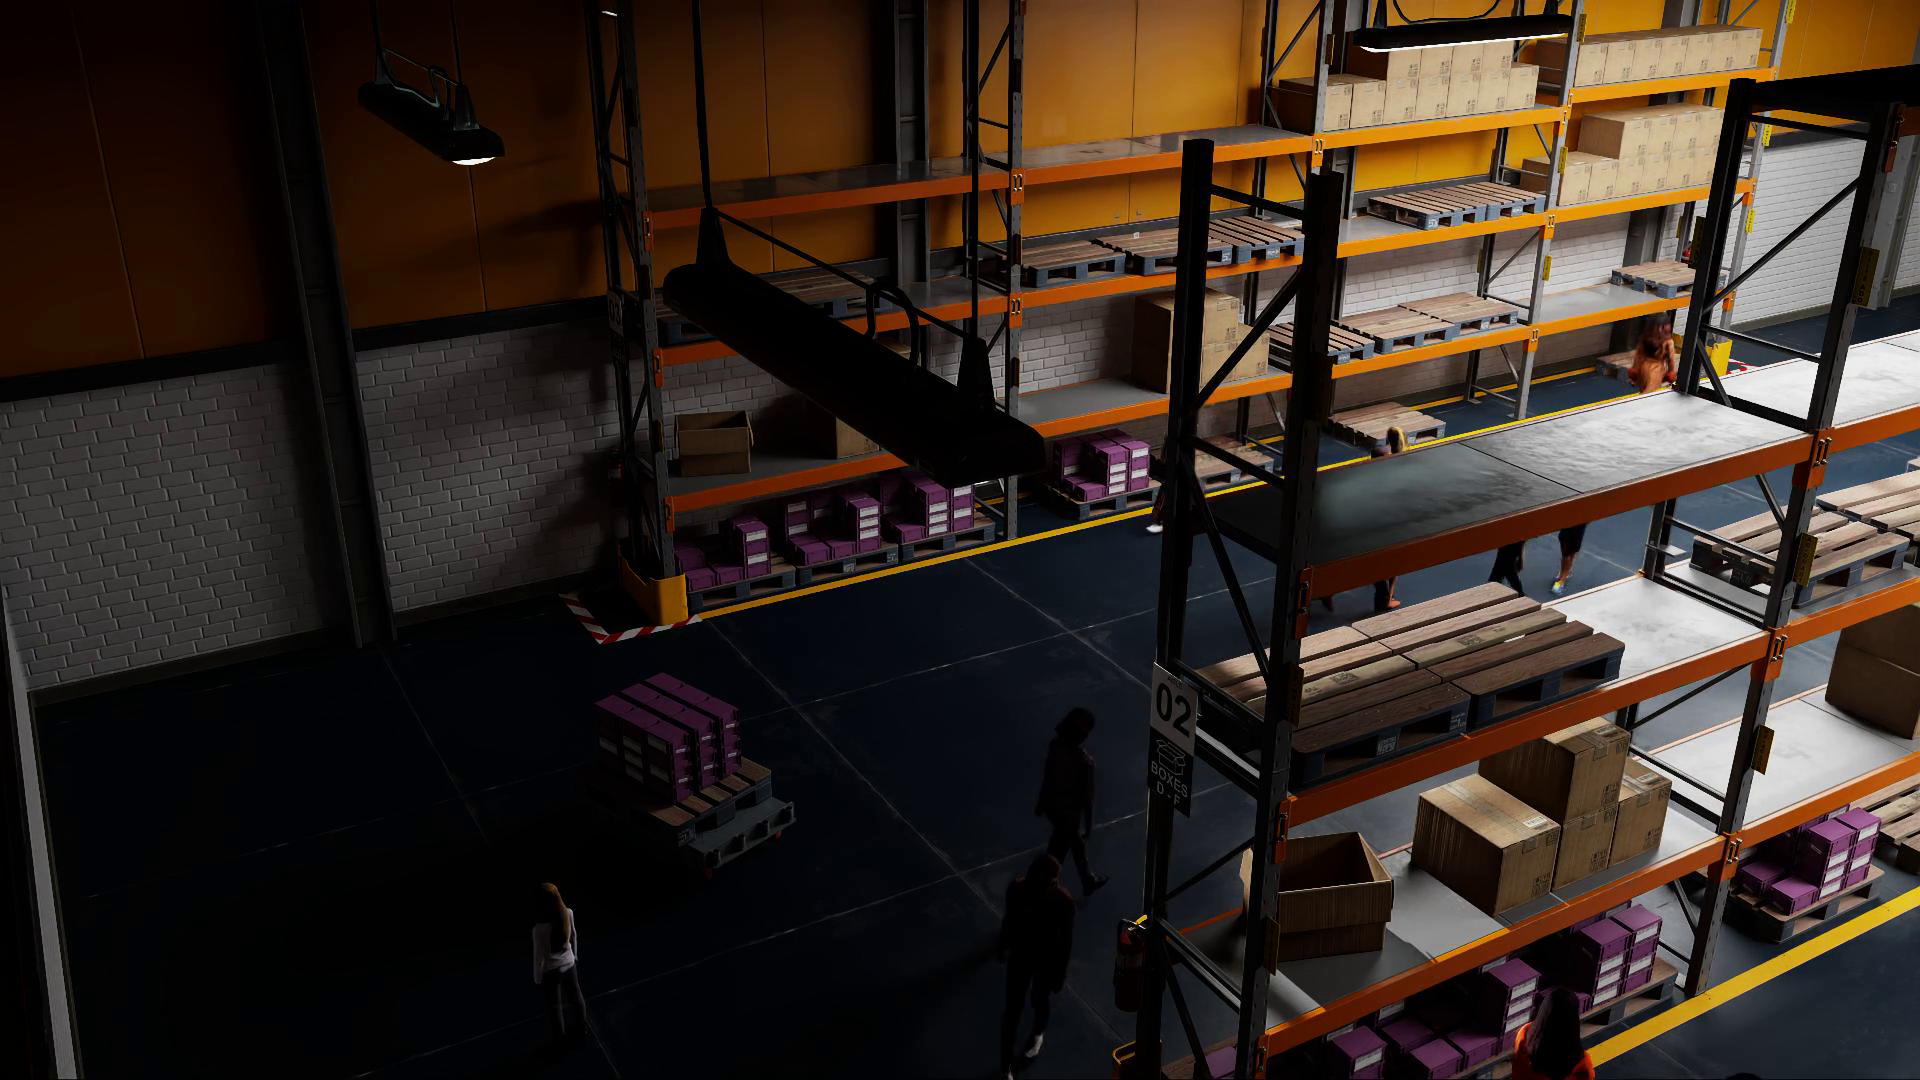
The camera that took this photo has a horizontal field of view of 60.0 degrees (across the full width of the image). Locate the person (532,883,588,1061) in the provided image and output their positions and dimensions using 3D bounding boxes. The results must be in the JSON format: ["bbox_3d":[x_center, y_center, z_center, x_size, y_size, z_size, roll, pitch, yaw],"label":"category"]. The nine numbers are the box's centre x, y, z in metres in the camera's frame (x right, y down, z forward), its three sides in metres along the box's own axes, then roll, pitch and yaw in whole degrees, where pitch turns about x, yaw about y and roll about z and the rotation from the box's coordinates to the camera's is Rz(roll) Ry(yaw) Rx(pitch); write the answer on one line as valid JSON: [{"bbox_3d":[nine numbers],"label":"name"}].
[{"bbox_3d":[-2.575,2.745,10.664,0.618,1.280,0.525,18,29,36],"label":"person"}]

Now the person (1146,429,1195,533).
[{"bbox_3d":[2.503,-0.857,18.595,1.085,1.528,0.536,-14,27,-28],"label":"person"}]

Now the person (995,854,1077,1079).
[{"bbox_3d":[0.504,2.613,10.487,1.019,1.662,1.088,9,25,19],"label":"person"}]

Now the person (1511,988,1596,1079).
[{"bbox_3d":[3.121,3.215,9.032,1.044,1.725,0.645,-15,27,-30],"label":"person"}]

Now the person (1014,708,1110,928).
[{"bbox_3d":[0.684,2.027,11.836,1.203,1.656,0.718,-18,29,-35],"label":"person"}]

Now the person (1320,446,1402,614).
[{"bbox_3d":[3.991,-0.073,16.481,1.148,1.783,0.741,-10,26,-22],"label":"person"}]

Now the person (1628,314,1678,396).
[{"bbox_3d":[8.681,-2.001,20.994,0.871,1.702,0.775,-18,29,-35],"label":"person"}]
